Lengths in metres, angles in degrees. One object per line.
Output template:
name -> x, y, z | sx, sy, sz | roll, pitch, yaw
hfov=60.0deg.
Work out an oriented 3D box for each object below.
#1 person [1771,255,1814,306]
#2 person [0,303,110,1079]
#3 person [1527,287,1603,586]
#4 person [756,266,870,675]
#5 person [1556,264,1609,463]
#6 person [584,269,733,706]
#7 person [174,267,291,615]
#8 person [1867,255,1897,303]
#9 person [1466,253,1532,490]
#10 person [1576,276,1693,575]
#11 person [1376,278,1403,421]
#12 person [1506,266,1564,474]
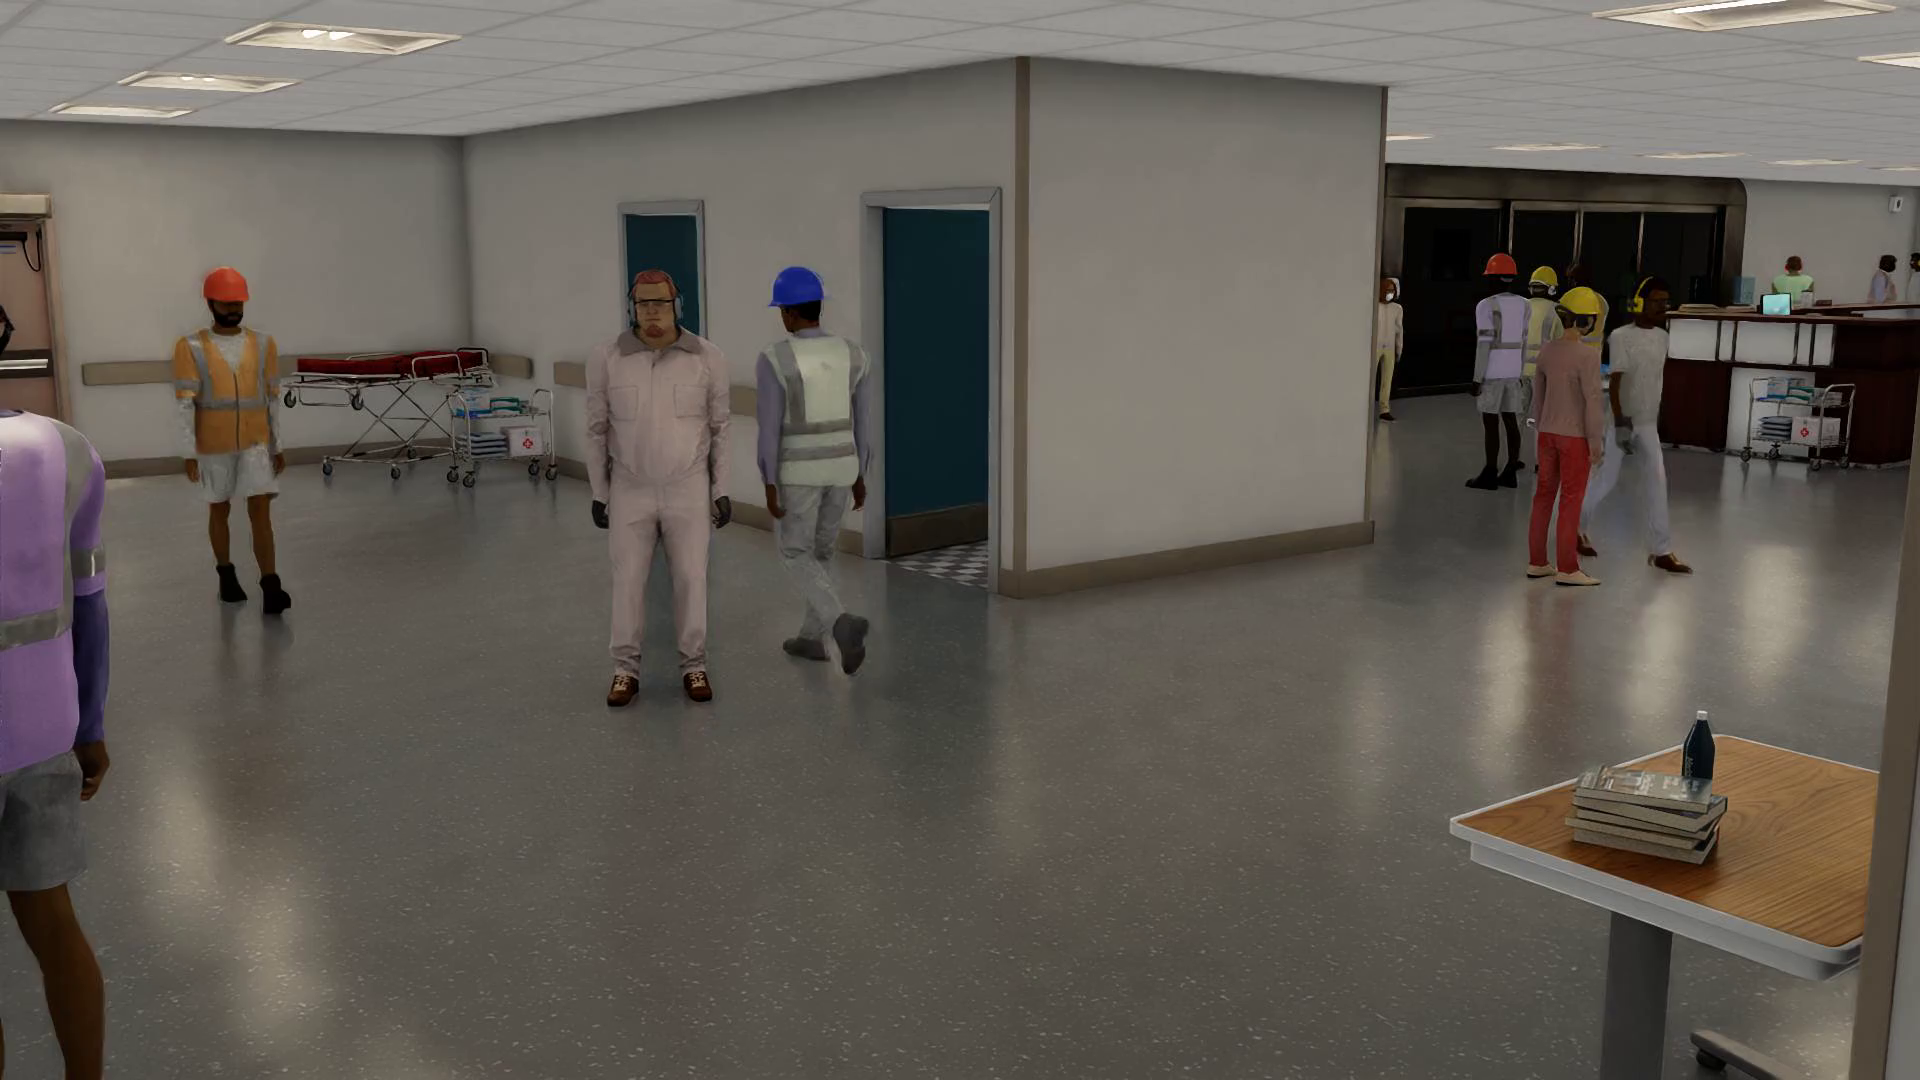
person -> 12.340, -3.298, 24.723 | 0.579, 1.845, 0.404 | 4, 11, 22
person -> -2.039, 0.408, 3.437 | 0.402, 2.031, 0.614 | 3, 11, 19
person -> 3.623, -0.613, 9.890 | 0.311, 1.768, 0.533 | -4, 11, -20
person -> -0.648, -0.313, 7.791 | 0.611, 1.921, 0.796 | -8, 13, -37
person -> 5.619, -1.593, 15.215 | 0.625, 1.836, 0.431 | -5, 11, -26
person -> -1.315, -0.223, 7.306 | 0.642, 1.909, 0.399 | -2, 10, -9
person -> -3.973, -0.537, 9.120 | 0.570, 1.883, 0.974 | -7, 12, -36
person -> 15.180, -3.768, 27.407 | 0.433, 1.832, 0.666 | 5, 11, 28
person -> 4.416, -1.379, 13.695 | 0.547, 1.938, 0.379 | -5, 11, -27
person -> 4.217, -0.743, 10.465 | 0.534, 1.827, 0.963 | -4, 11, -22
person -> 4.809, -2.157, 18.945 | 0.504, 1.627, 0.285 | -3, 10, -14
person -> 5.093, -1.495, 14.681 | 0.404, 1.825, 0.595 | -9, 13, -41
